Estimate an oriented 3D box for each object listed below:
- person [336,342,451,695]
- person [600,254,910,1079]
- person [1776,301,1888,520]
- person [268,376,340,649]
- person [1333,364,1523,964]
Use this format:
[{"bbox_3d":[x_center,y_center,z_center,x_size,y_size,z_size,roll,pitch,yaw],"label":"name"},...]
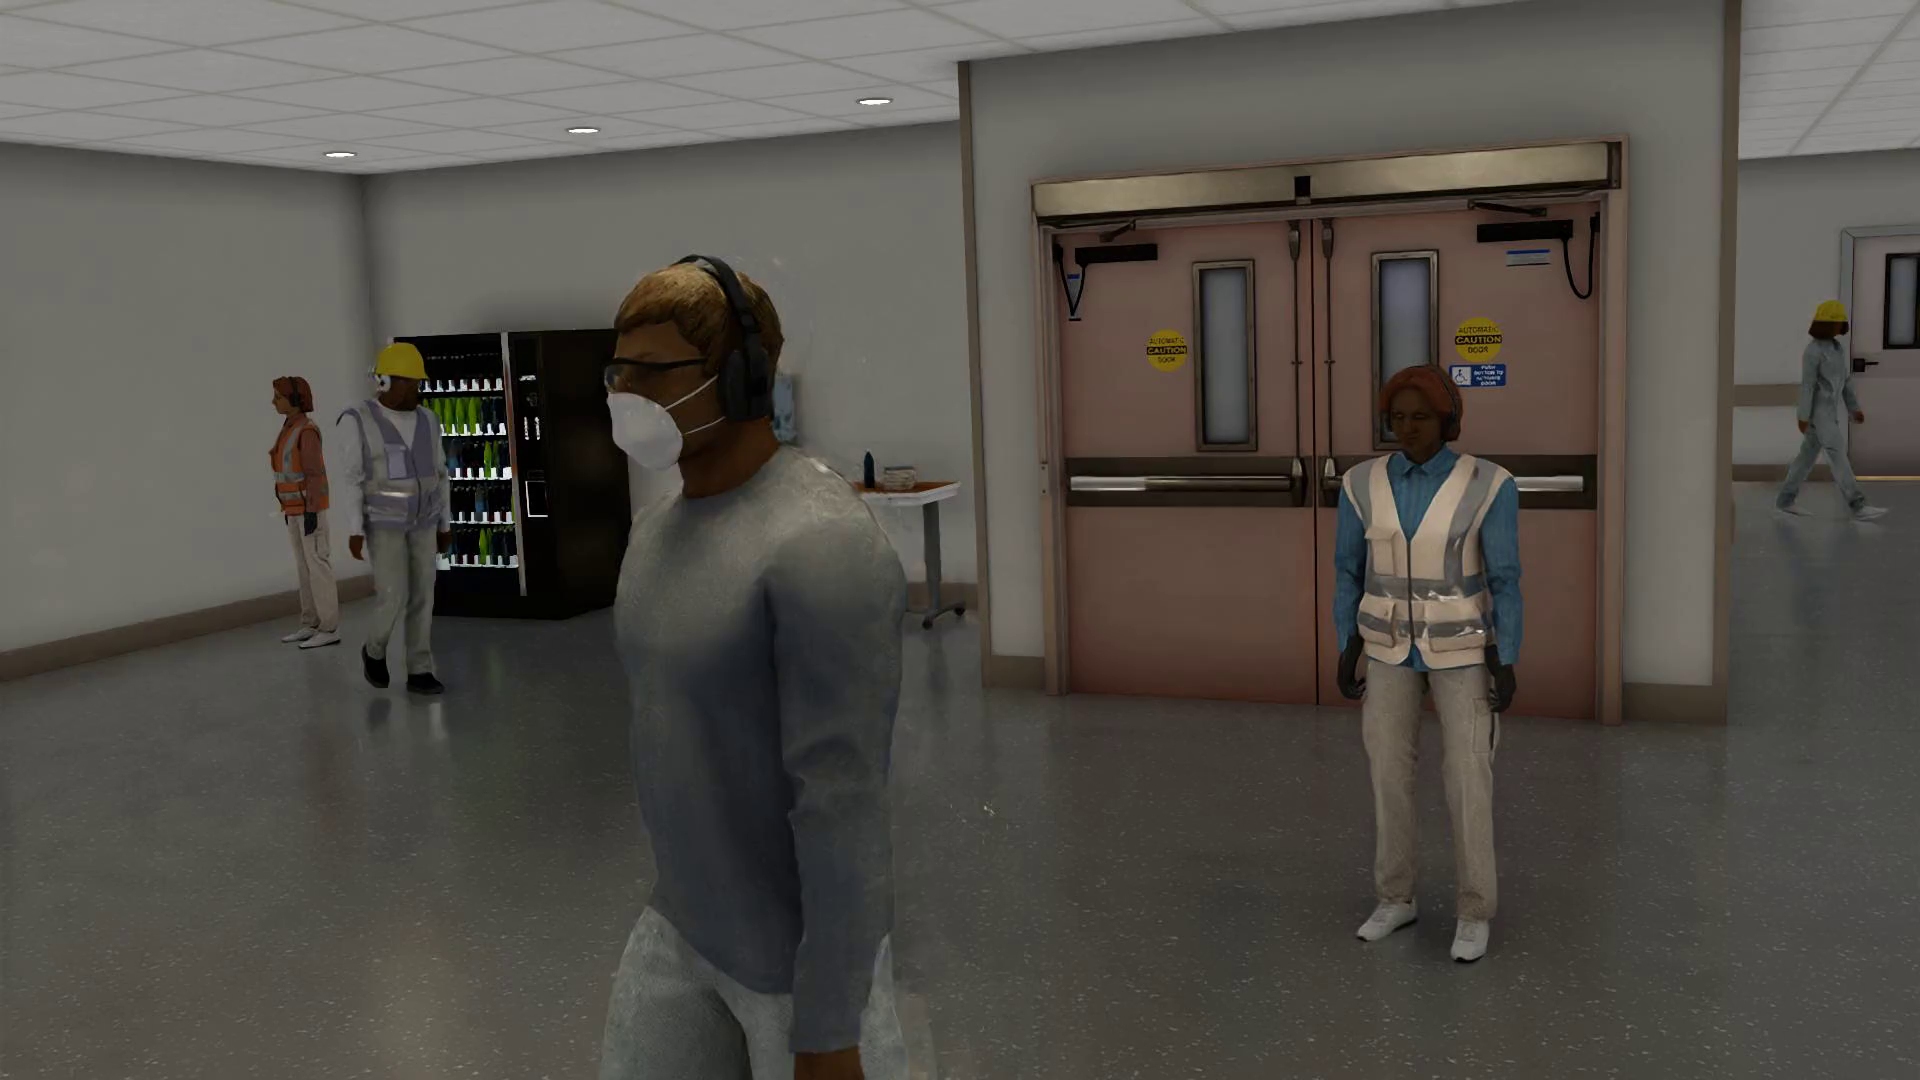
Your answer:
[{"bbox_3d":[-2.863,-0.098,8.496,0.433,1.809,0.605,4,10,39],"label":"person"},{"bbox_3d":[-0.209,0.550,2.375,0.952,1.911,0.638,-8,9,-36],"label":"person"},{"bbox_3d":[6.747,-0.999,12.891,0.498,1.698,0.872,-9,10,-43],"label":"person"},{"bbox_3d":[-3.964,-0.171,10.047,0.309,1.641,0.513,-8,9,-37],"label":"person"},{"bbox_3d":[1.292,0.330,4.604,0.525,1.630,0.316,3,9,36],"label":"person"}]
